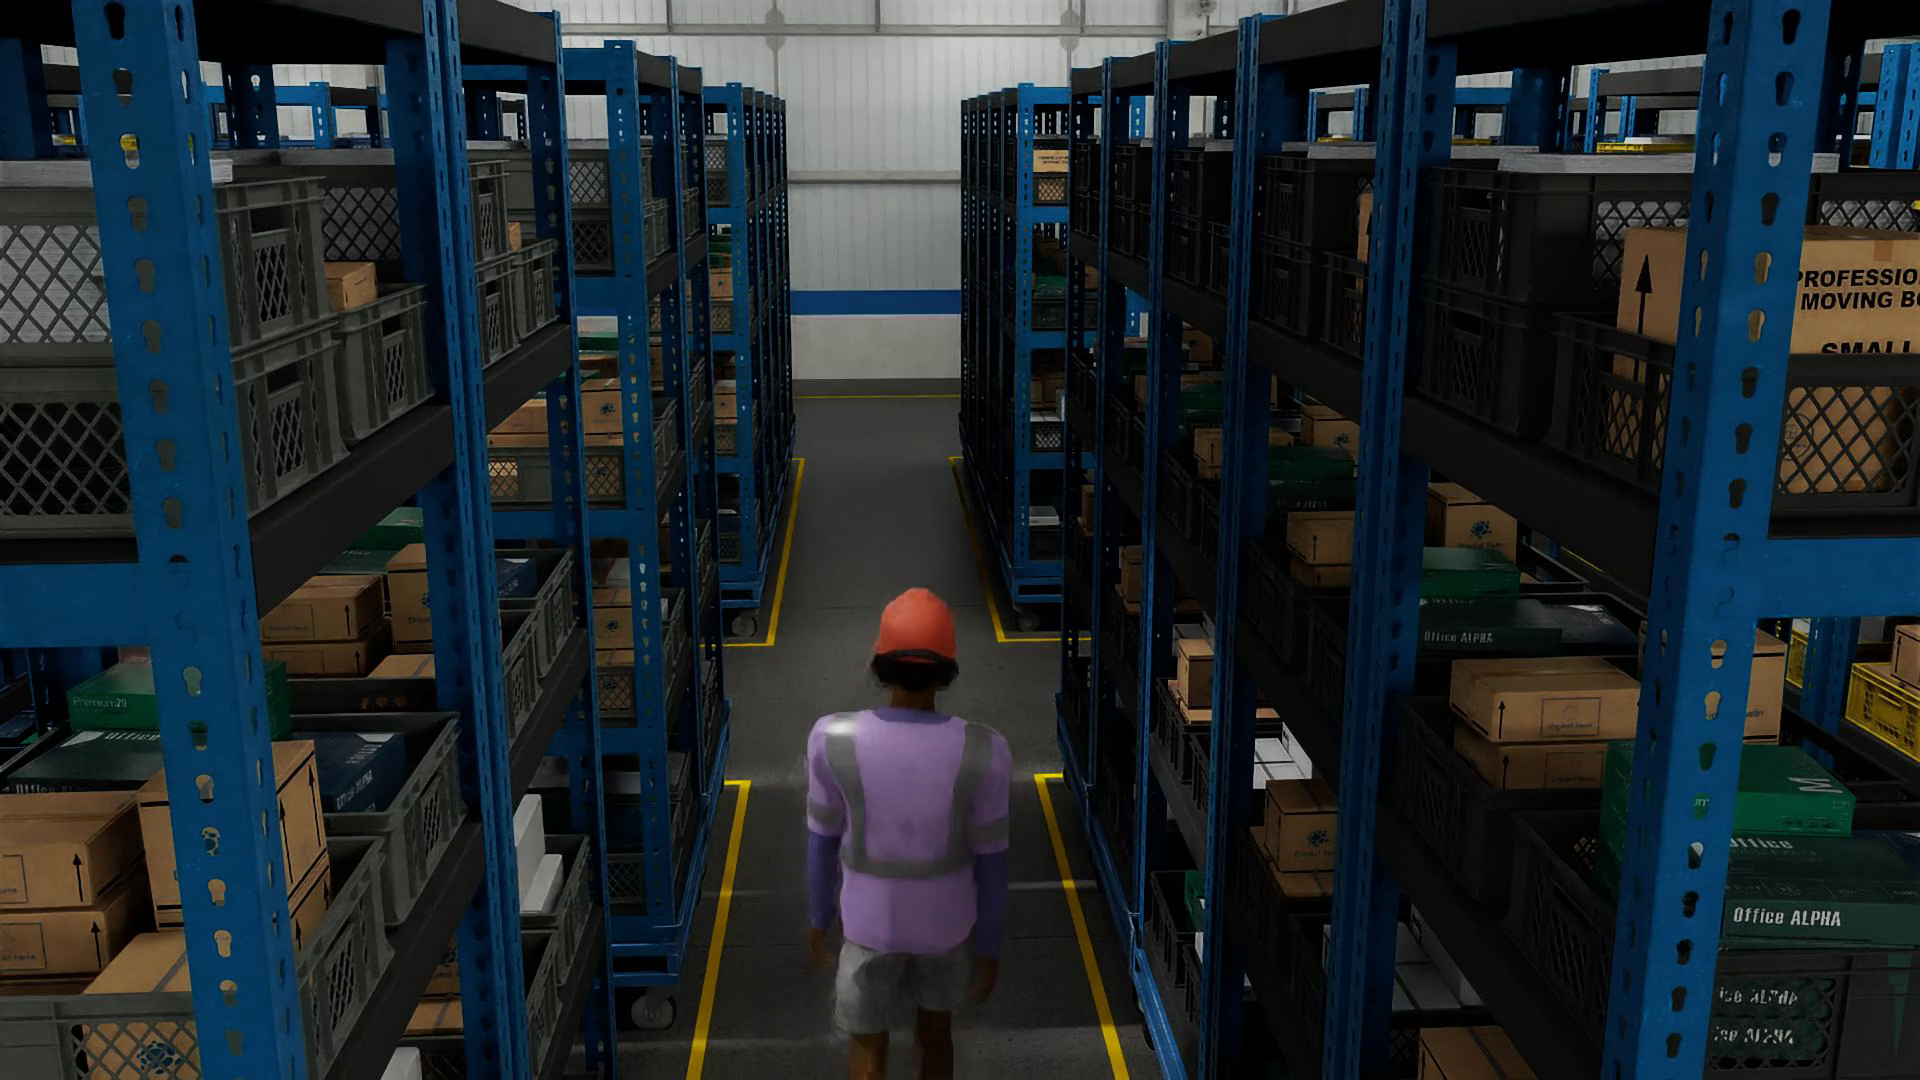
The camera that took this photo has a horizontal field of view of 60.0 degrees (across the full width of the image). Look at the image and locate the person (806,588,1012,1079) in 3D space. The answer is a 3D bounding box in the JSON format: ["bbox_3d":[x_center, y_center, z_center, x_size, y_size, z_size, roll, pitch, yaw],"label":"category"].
[{"bbox_3d":[-0.154,1.146,4.960,0.613,2.024,0.856,-1,14,-2],"label":"person"}]
